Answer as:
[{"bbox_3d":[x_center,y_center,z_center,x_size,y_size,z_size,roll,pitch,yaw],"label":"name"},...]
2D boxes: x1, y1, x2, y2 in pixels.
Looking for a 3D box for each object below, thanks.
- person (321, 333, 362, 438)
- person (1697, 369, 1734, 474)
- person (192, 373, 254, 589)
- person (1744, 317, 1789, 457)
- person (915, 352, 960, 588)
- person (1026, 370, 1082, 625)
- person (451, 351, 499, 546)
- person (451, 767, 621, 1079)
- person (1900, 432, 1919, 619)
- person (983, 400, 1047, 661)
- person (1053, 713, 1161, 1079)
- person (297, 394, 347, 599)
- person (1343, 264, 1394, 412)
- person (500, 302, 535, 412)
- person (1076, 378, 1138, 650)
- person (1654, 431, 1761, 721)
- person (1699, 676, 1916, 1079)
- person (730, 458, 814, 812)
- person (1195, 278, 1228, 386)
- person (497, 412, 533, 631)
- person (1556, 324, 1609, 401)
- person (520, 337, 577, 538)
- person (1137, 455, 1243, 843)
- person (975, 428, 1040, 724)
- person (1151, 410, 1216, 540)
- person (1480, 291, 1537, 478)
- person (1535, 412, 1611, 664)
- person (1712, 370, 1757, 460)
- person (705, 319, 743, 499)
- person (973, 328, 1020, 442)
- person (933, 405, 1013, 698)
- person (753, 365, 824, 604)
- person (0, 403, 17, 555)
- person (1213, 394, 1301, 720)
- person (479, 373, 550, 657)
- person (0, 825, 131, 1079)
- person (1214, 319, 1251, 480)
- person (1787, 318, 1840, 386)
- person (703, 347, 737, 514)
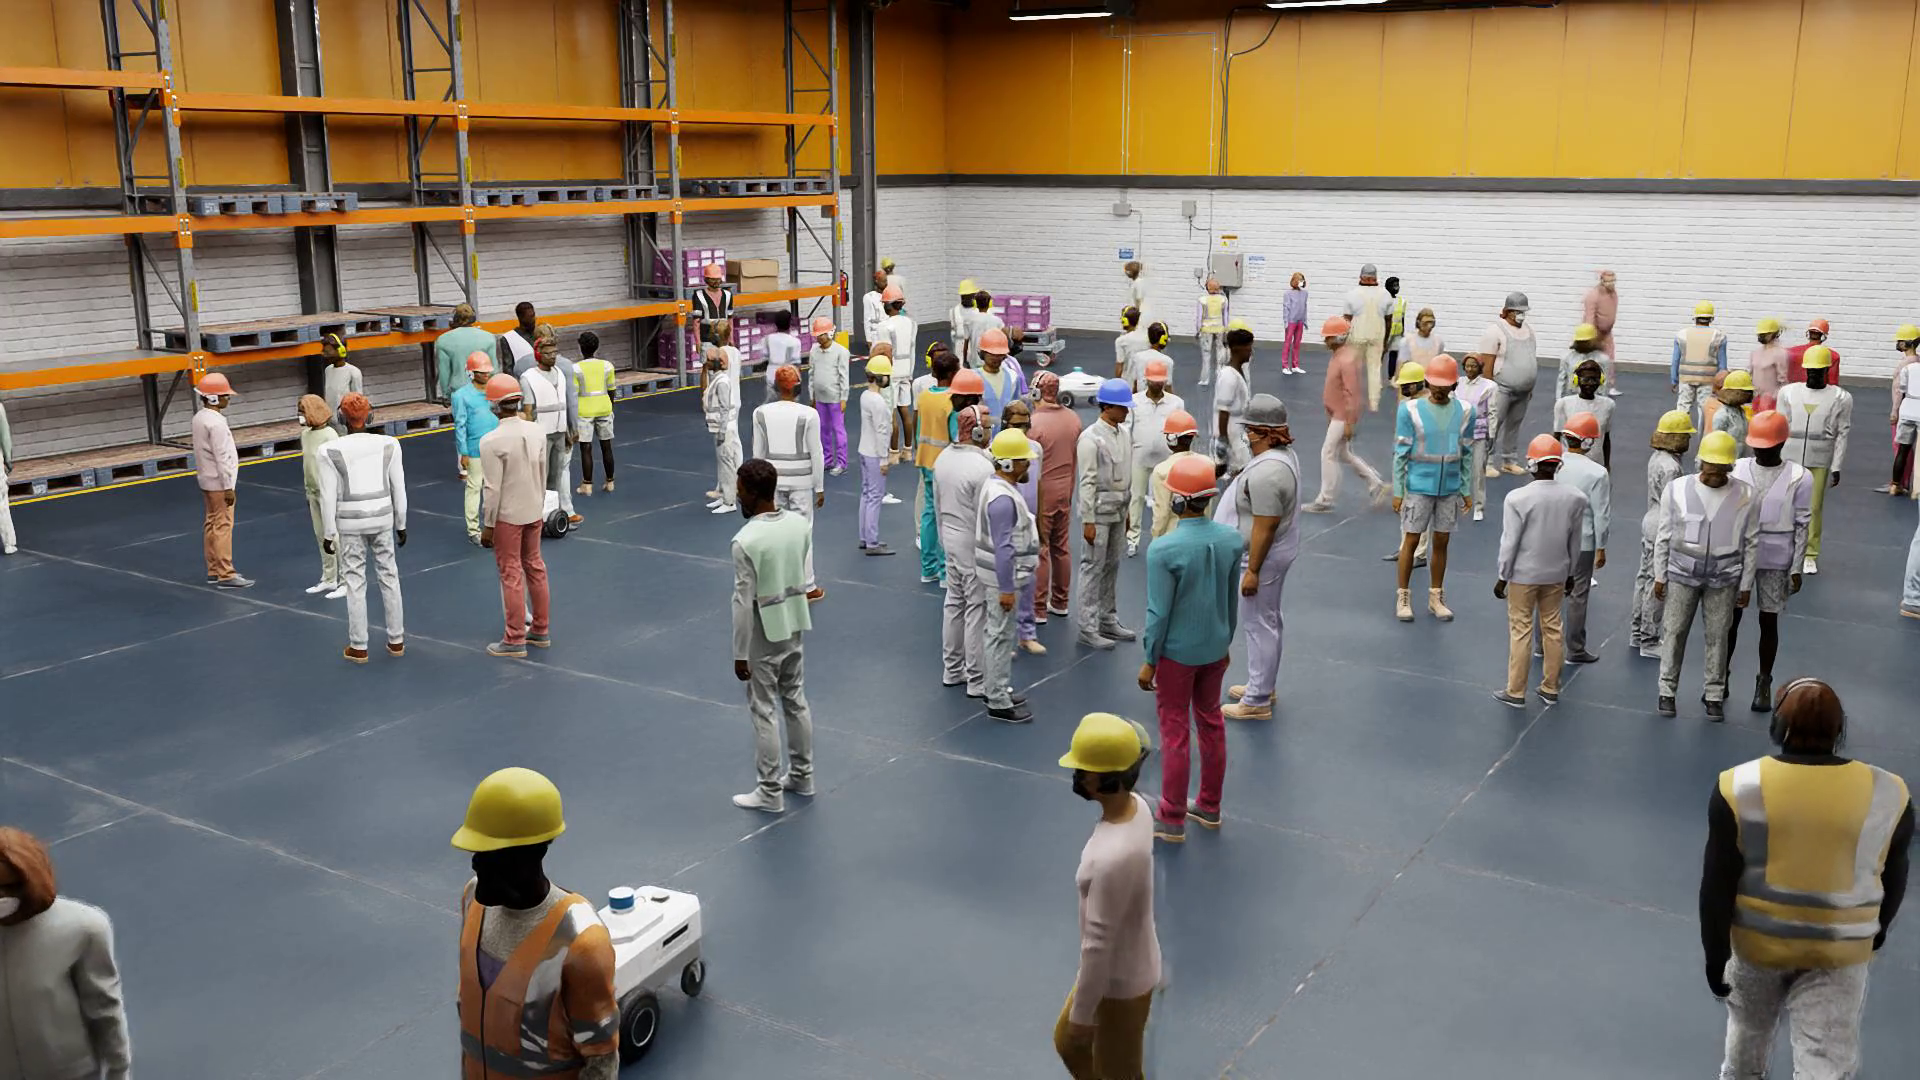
[{"bbox_3d":[-5.777,-1.009,15.573,0.514,1.865,0.328,8,15,31],"label":"person"},{"bbox_3d":[6.686,-0.688,14.663,0.313,1.642,0.513,-3,13,-11],"label":"person"},{"bbox_3d":[-6.016,-0.487,13.549,0.343,1.749,0.571,-10,17,-38],"label":"person"},{"bbox_3d":[8.730,-1.556,18.206,0.659,1.743,0.519,-3,13,-12],"label":"person"},{"bbox_3d":[-0.151,-0.571,13.550,0.394,1.919,0.590,-9,16,-34],"label":"person"},{"bbox_3d":[0.621,-0.319,12.485,0.410,1.909,0.643,11,17,40],"label":"person"},{"bbox_3d":[-4.309,-0.836,15.059,0.329,1.751,0.567,8,15,31],"label":"person"},{"bbox_3d":[-1.142,1.522,4.448,0.587,1.930,0.356,10,16,37],"label":"person"},{"bbox_3d":[7.442,-0.393,12.613,0.396,1.992,0.622,8,15,32],"label":"person"},{"bbox_3d":[0.371,-0.069,11.564,0.518,1.836,0.346,-9,16,-34],"label":"person"},{"bbox_3d":[0.460,1.396,5.365,0.408,1.748,0.550,2,13,10],"label":"person"},{"bbox_3d":[-5.073,-0.350,13.236,0.493,1.626,0.283,11,17,39],"label":"person"},{"bbox_3d":[5.593,-2.815,23.018,0.721,2.000,0.787,0,13,0],"label":"person"},{"bbox_3d":[-4.746,-1.652,18.244,0.377,1.915,0.600,9,16,35],"label":"person"},{"bbox_3d":[1.050,-0.189,11.855,0.415,1.939,0.606,9,16,35],"label":"person"},{"bbox_3d":[4.622,0.218,10.337,0.593,1.824,0.403,5,14,21],"label":"person"},{"bbox_3d":[2.807,1.338,5.587,0.631,1.792,1.003,5,14,20],"label":"person"},{"bbox_3d":[-0.998,0.511,8.885,0.384,1.910,0.594,8,15,30],"label":"person"},{"bbox_3d":[3.847,-3.170,25.434,0.515,1.641,0.314,-3,13,-11],"label":"person"},{"bbox_3d":[-3.257,-0.128,12.236,0.311,1.643,0.513,0,13,-2],"label":"person"},{"bbox_3d":[6.616,-1.438,17.769,0.501,1.701,0.827,7,15,28],"label":"person"},{"bbox_3d":[-3.830,-0.960,15.398,0.373,1.843,0.570,6,14,24],"label":"person"},{"bbox_3d":[1.165,0.554,8.497,0.612,1.997,0.375,-9,16,-35],"label":"person"},{"bbox_3d":[0.293,0.212,10.341,0.404,1.833,0.591,0,13,-1],"label":"person"},{"bbox_3d":[1.517,-0.033,11.578,0.564,1.752,0.339,-10,16,-37],"label":"person"},{"bbox_3d":[6.038,-1.701,18.185,0.688,2.000,0.535,-6,14,-25],"label":"person"},{"bbox_3d":[4.236,-0.016,11.506,0.329,1.752,0.563,-10,16,-36],"label":"person"},{"bbox_3d":[6.372,-0.538,13.789,0.295,1.744,0.484,12,18,43],"label":"person"},{"bbox_3d":[-2.426,-1.337,17.032,0.345,1.846,0.508,6,14,23],"label":"person"},{"bbox_3d":[0.277,-0.801,14.279,0.614,2.039,0.394,-8,15,-31],"label":"person"},{"bbox_3d":[0.096,0.069,10.798,0.409,1.906,0.652,-8,15,-30],"label":"person"},{"bbox_3d":[-1.327,-0.430,13.019,0.575,1.883,0.355,4,14,16],"label":"person"},{"bbox_3d":[-8.546,-0.650,14.506,0.522,1.640,0.306,-10,16,-37],"label":"person"},{"bbox_3d":[1.834,0.096,10.390,0.537,2.000,0.682,4,14,18],"label":"person"},{"bbox_3d":[-3.128,-0.173,11.661,0.377,1.993,0.611,6,14,25],"label":"person"},{"bbox_3d":[-2.703,1.574,4.887,0.517,1.616,0.515,-4,13,-16],"label":"person"},{"bbox_3d":[2.996,-1.537,18.126,0.484,1.744,0.295,-10,16,-36],"label":"person"},{"bbox_3d":[9.296,-1.556,18.215,0.574,1.740,0.348,9,16,35],"label":"person"},{"bbox_3d":[-2.356,-1.081,16.371,0.312,1.642,0.512,-3,13,-14],"label":"person"}]
